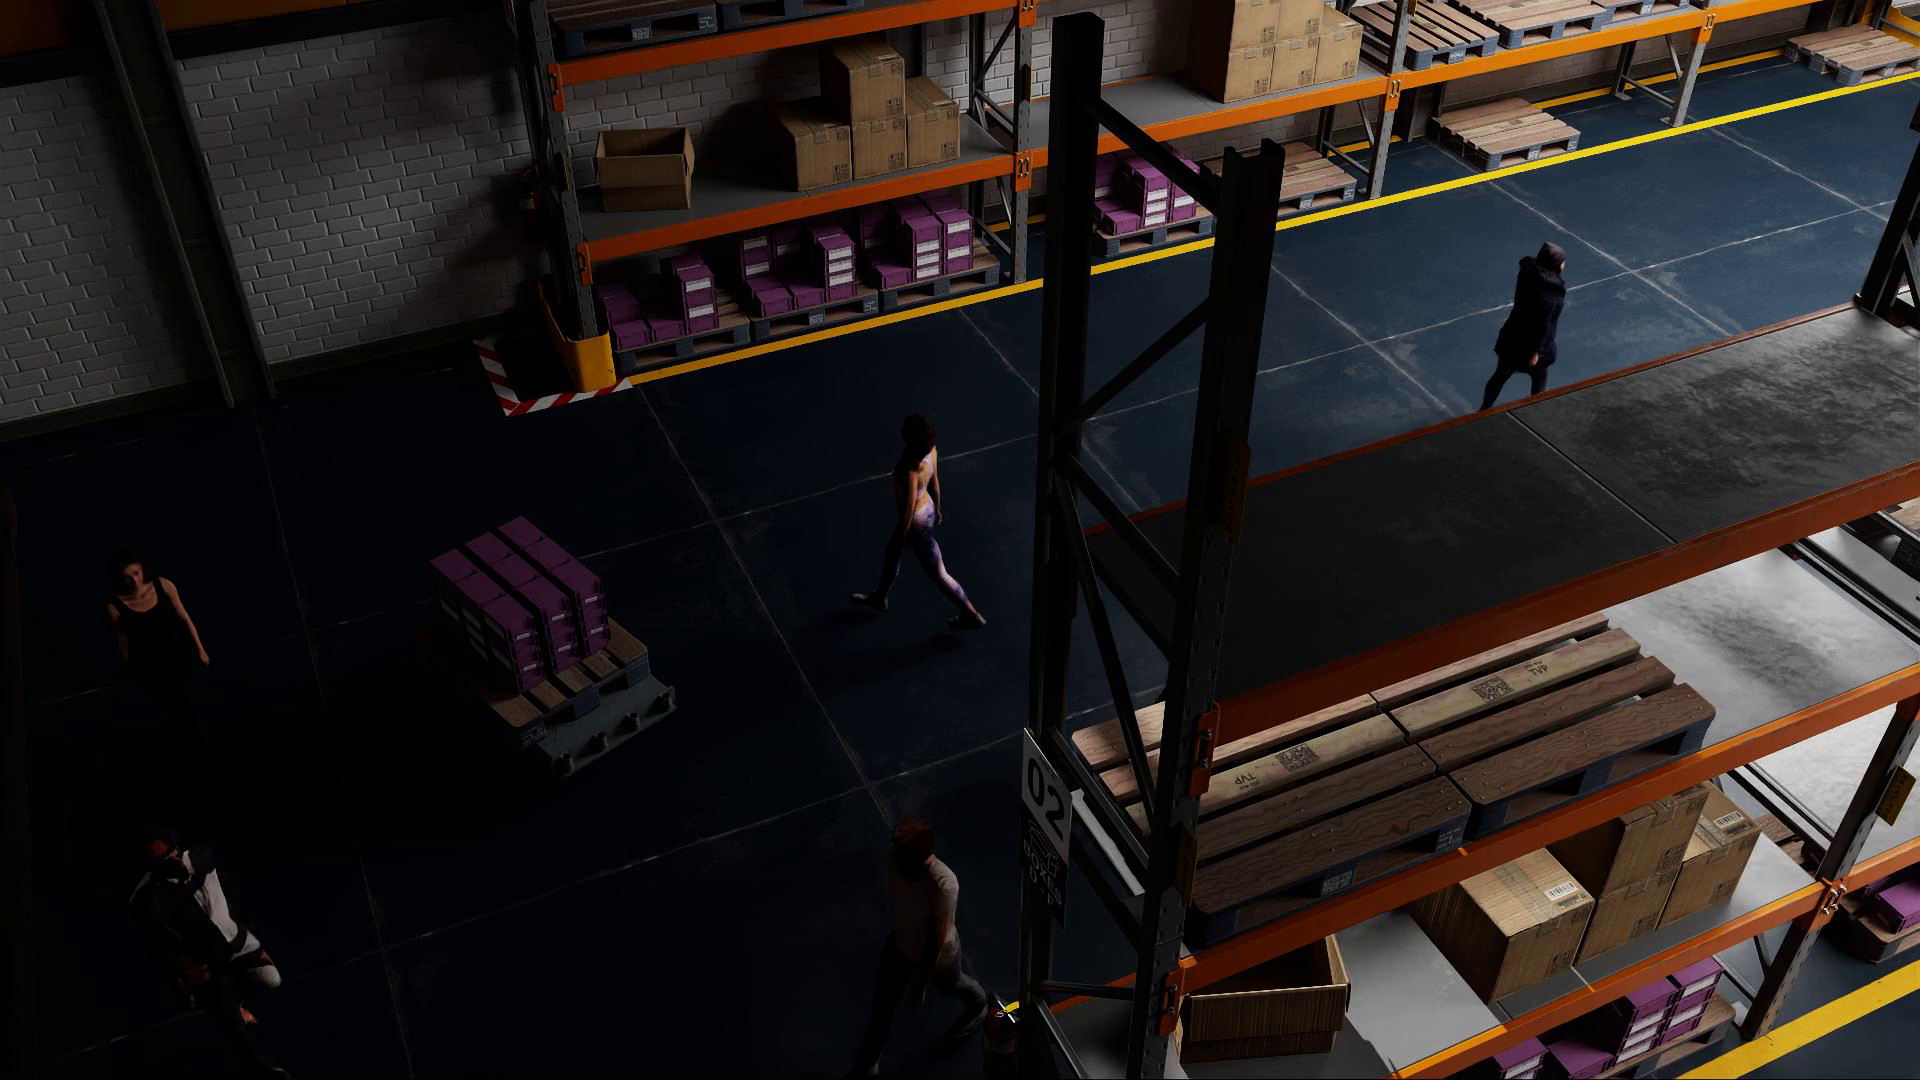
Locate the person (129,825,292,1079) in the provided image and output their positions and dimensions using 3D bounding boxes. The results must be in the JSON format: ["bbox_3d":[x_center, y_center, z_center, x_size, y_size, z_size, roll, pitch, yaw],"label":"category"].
[{"bbox_3d":[-3.824,2.050,8.372,1.006,1.882,0.949,15,41,18],"label":"person"}]

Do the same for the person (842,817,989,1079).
[{"bbox_3d":[-0.103,2.027,8.438,1.278,1.835,0.947,-31,48,-33],"label":"person"}]

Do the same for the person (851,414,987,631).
[{"bbox_3d":[-0.198,-0.062,11.147,1.241,1.719,1.111,10,40,12],"label":"person"}]

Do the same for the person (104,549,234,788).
[{"bbox_3d":[-4.941,0.696,10.257,0.948,1.646,1.175,31,48,33],"label":"person"}]

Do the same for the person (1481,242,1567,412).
[{"bbox_3d":[4.385,-1.570,13.097,1.069,1.643,0.836,-6,39,-8],"label":"person"}]
